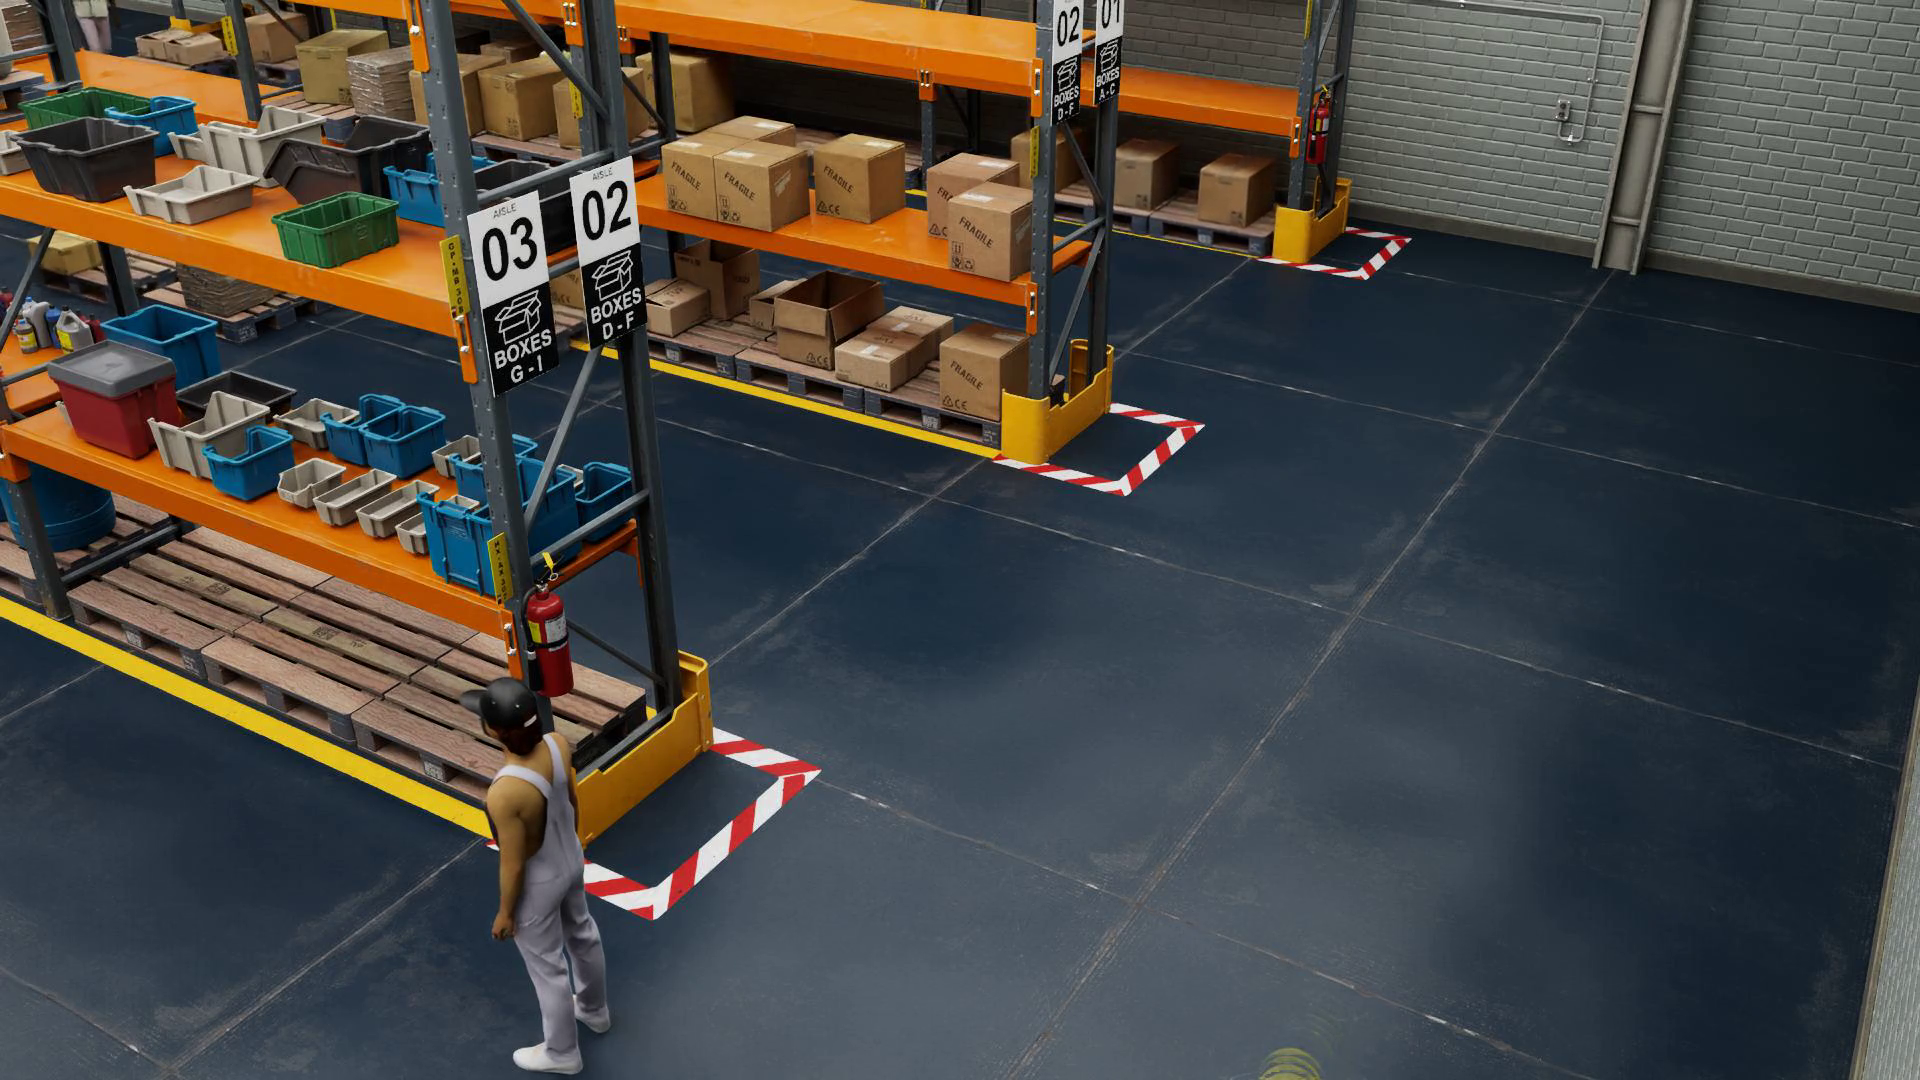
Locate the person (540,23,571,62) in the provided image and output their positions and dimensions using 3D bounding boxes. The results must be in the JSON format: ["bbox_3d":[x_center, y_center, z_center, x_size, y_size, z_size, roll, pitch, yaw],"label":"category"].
[{"bbox_3d":[-4.110,-4.490,17.224,0.530,1.693,0.321,13,32,22],"label":"person"}]

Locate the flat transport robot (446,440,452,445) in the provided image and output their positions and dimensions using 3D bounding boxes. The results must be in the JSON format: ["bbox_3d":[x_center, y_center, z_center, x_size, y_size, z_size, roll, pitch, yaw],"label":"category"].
[{"bbox_3d":[-3.682,-0.440,11.423,1.431,0.231,0.659,18,34,29],"label":"flat transport robot"}]

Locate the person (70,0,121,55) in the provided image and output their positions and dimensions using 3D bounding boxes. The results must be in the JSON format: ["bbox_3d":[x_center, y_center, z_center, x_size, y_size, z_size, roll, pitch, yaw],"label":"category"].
[{"bbox_3d":[-10.888,-6.578,20.864,0.564,1.806,0.840,-21,35,-33],"label":"person"}]

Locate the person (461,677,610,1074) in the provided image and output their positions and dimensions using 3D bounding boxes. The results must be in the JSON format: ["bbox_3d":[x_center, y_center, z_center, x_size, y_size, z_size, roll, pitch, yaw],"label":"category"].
[{"bbox_3d":[-1.695,1.328,6.613,0.372,1.864,0.519,11,31,19],"label":"person"}]
